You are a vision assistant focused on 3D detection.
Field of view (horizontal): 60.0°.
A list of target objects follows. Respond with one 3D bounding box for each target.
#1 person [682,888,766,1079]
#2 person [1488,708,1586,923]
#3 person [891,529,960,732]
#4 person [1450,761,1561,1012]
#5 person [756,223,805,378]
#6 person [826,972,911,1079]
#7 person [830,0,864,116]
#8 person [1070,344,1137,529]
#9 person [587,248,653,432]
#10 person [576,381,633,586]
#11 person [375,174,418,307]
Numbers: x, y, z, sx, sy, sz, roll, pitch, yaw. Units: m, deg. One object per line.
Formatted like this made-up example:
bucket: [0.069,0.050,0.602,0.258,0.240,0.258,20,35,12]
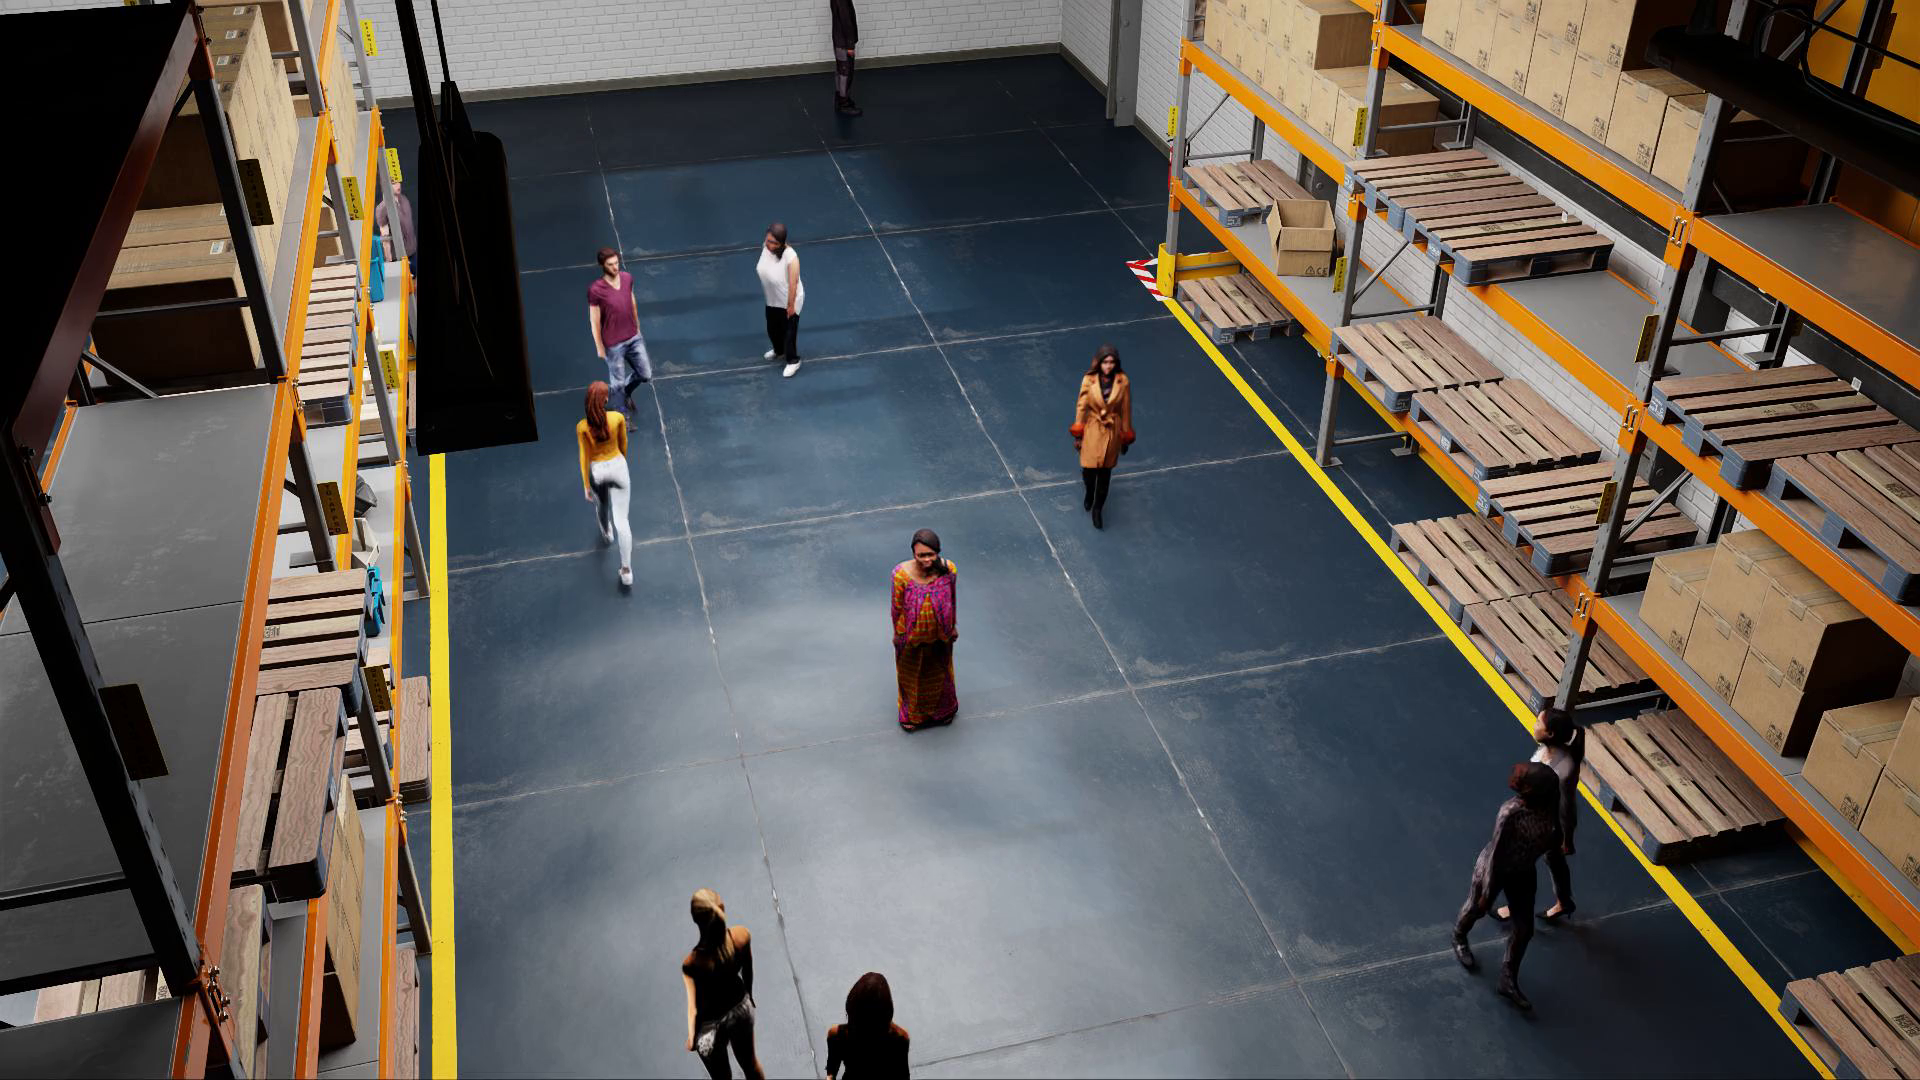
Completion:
person: [-1.271,2.555,8.936,0.677,1.844,0.675,-27,42,-35]
person: [3.737,1.775,10.300,0.868,1.633,0.848,2,34,2]
person: [-0.236,0.626,11.985,0.625,1.682,0.621,-8,35,-12]
person: [3.232,1.944,9.998,0.688,1.686,0.937,-10,35,-15]
person: [-1.776,-2.429,16.601,0.934,1.658,0.784,-16,37,-22]
person: [-0.448,2.972,8.374,0.637,1.770,0.640,-3,34,-5]
person: [-1.616,-6.921,23.101,0.762,1.944,0.527,-10,35,-15]
person: [1.207,-0.924,14.288,0.786,1.712,0.778,0,34,0]
person: [-3.263,-1.937,15.693,0.881,1.844,0.834,29,43,36]
person: [-2.832,-0.440,13.575,0.630,1.697,1.260,-12,35,-17]
person: [-5.831,-2.951,17.226,0.993,1.837,0.992,10,35,15]
